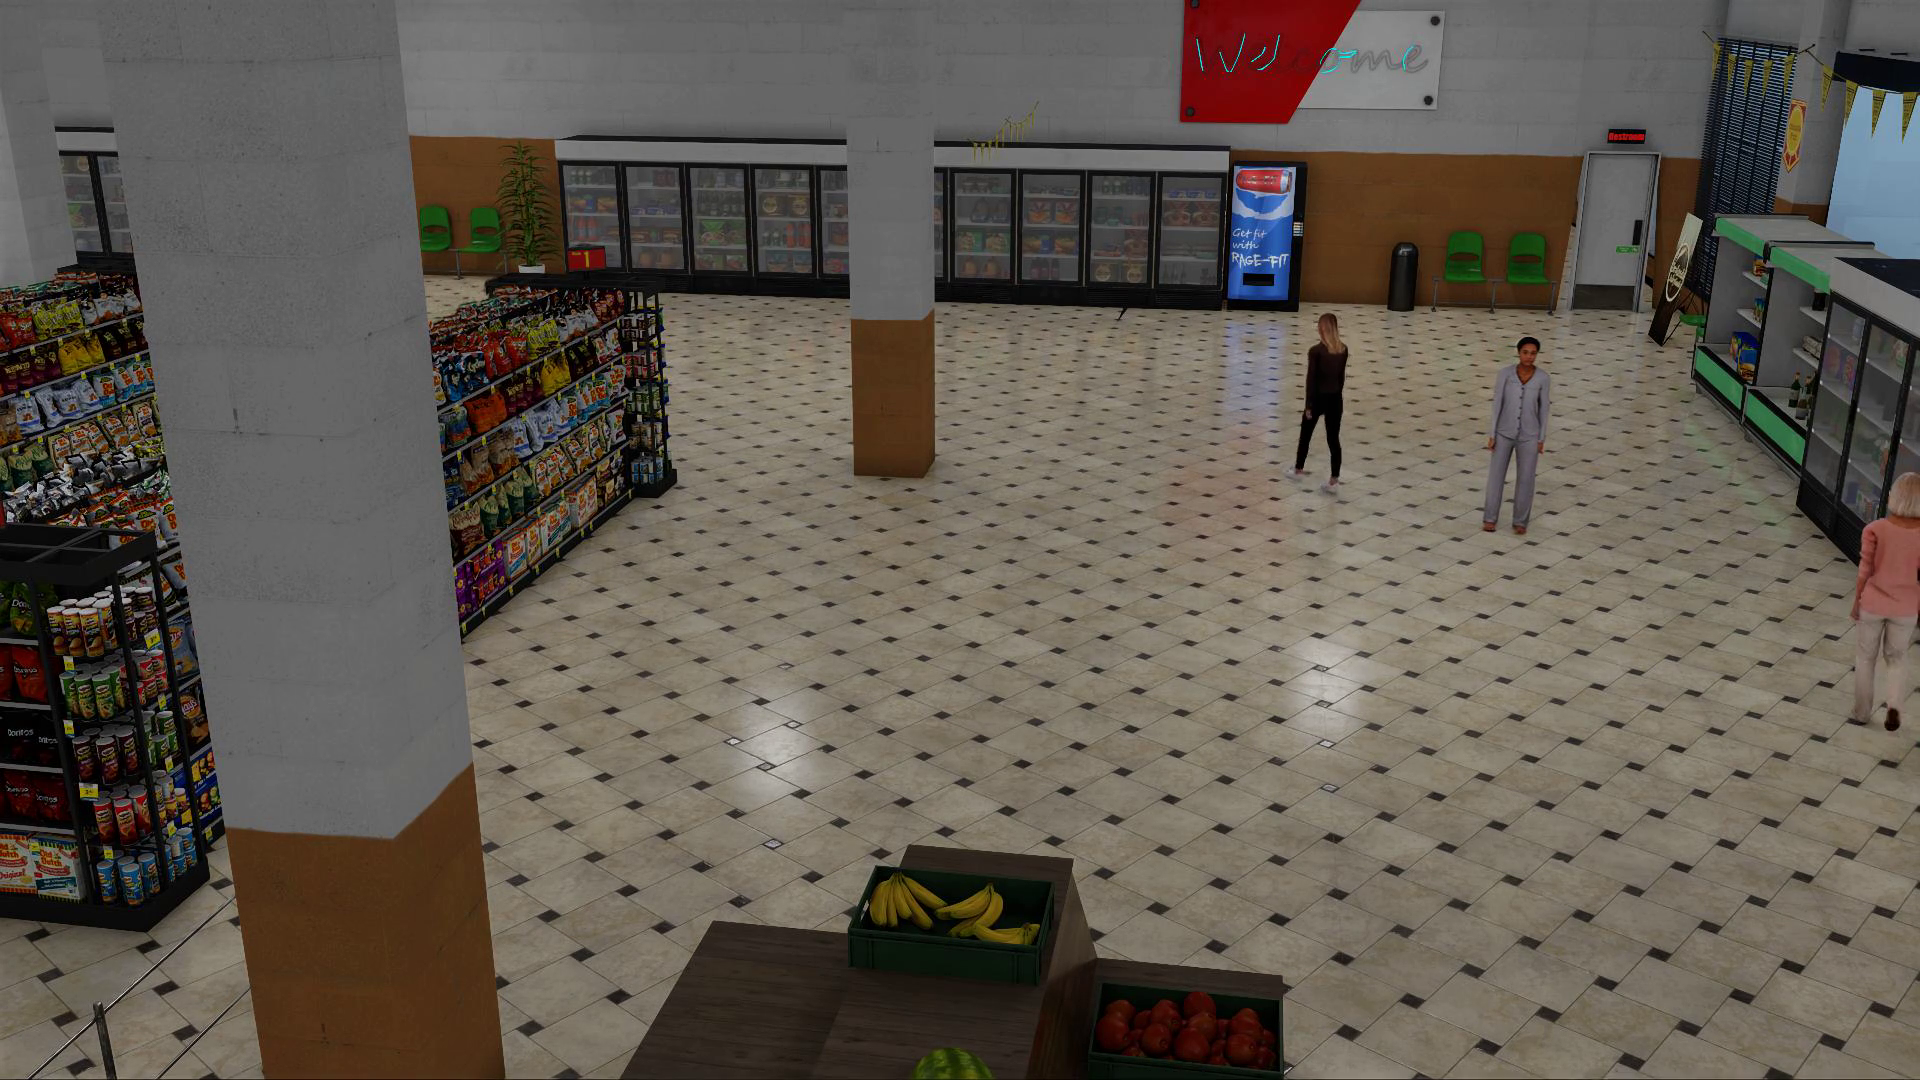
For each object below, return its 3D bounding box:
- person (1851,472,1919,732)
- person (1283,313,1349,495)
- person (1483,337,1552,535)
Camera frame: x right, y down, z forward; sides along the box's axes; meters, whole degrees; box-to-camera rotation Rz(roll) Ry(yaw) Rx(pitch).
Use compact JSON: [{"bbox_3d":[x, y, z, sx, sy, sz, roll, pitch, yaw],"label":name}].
[{"bbox_3d":[5.895,0.432,10.539,0.648,1.711,0.882,5,19,15],"label":"person"},{"bbox_3d":[3.463,-1.244,15.569,0.926,1.672,1.046,-8,20,-22],"label":"person"},{"bbox_3d":[4.869,-0.898,14.556,0.662,1.662,0.597,7,20,19],"label":"person"}]
